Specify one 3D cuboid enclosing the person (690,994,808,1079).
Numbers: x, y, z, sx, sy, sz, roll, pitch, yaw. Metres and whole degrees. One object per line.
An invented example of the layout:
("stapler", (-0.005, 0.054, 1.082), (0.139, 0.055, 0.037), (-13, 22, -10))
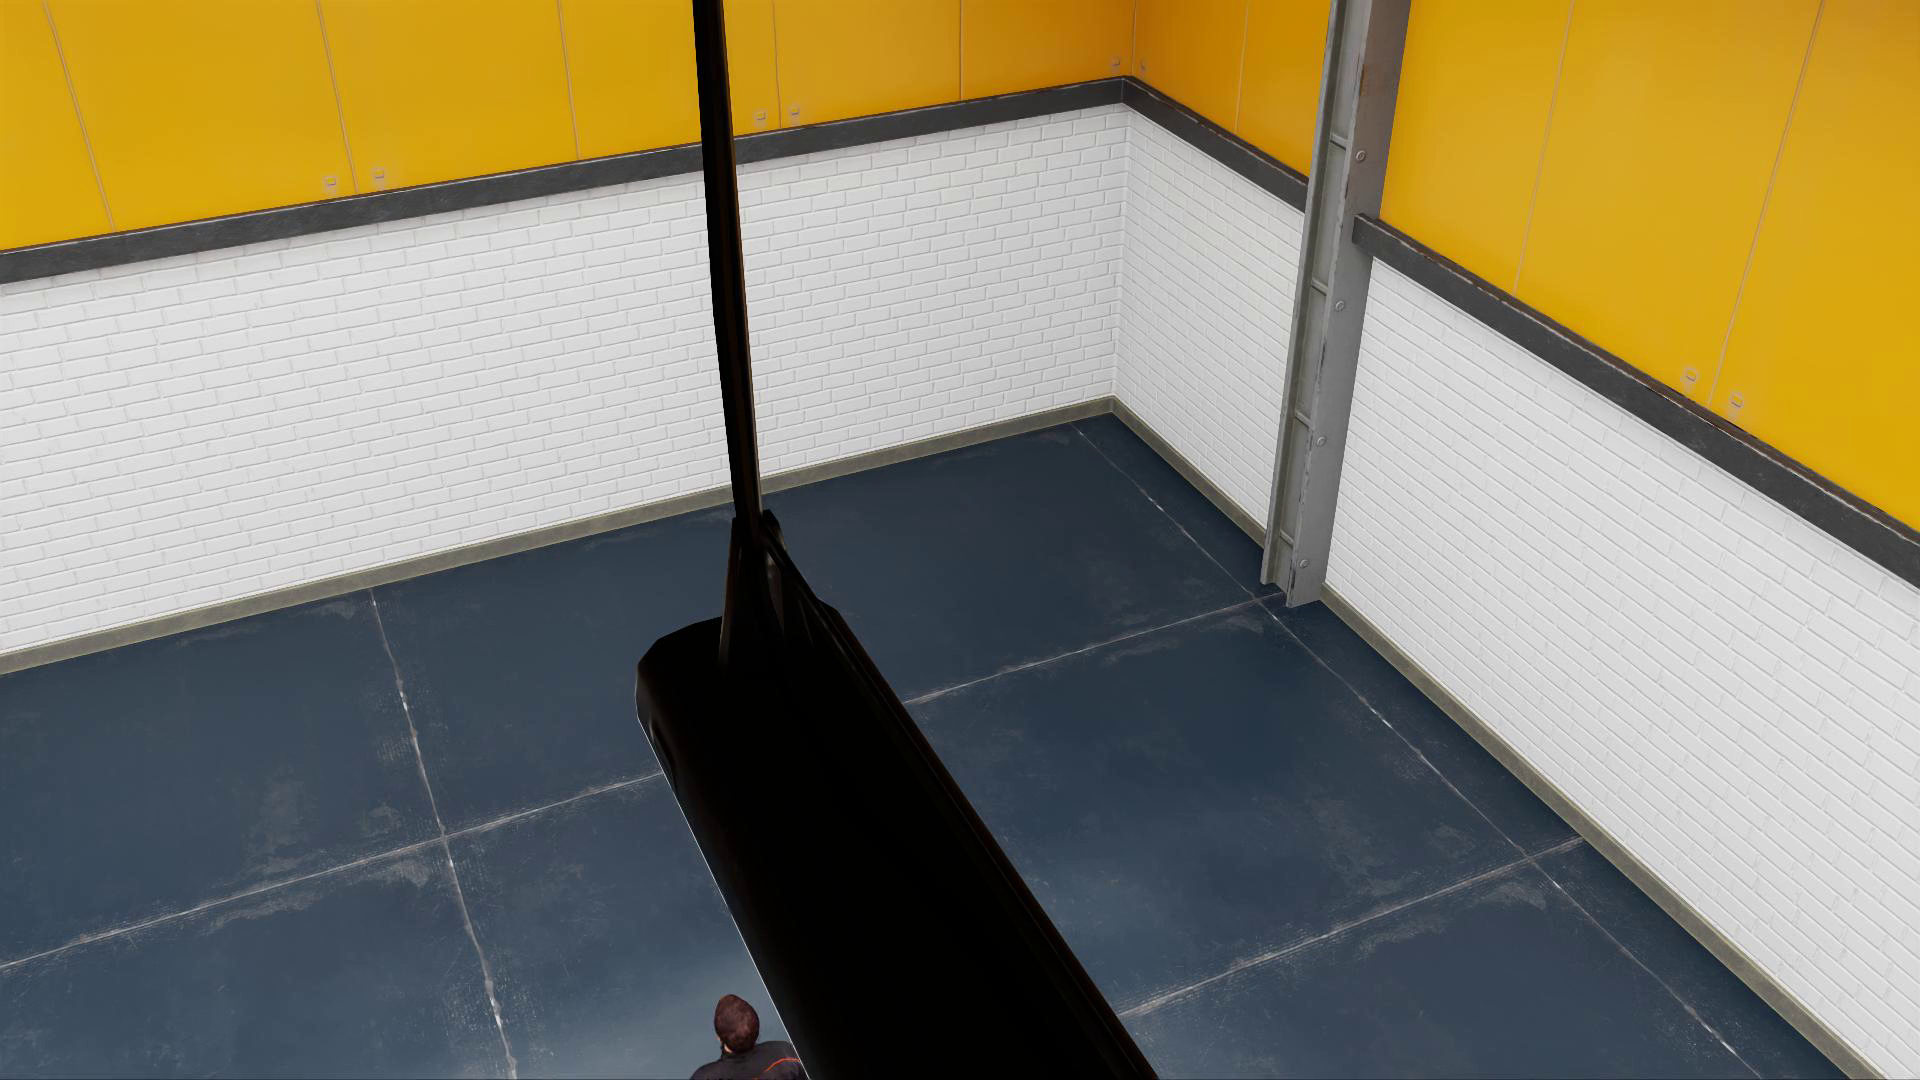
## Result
("person", (-0.905, 2.708, 7.399), (0.718, 1.837, 0.581), (-14, 36, -20))
